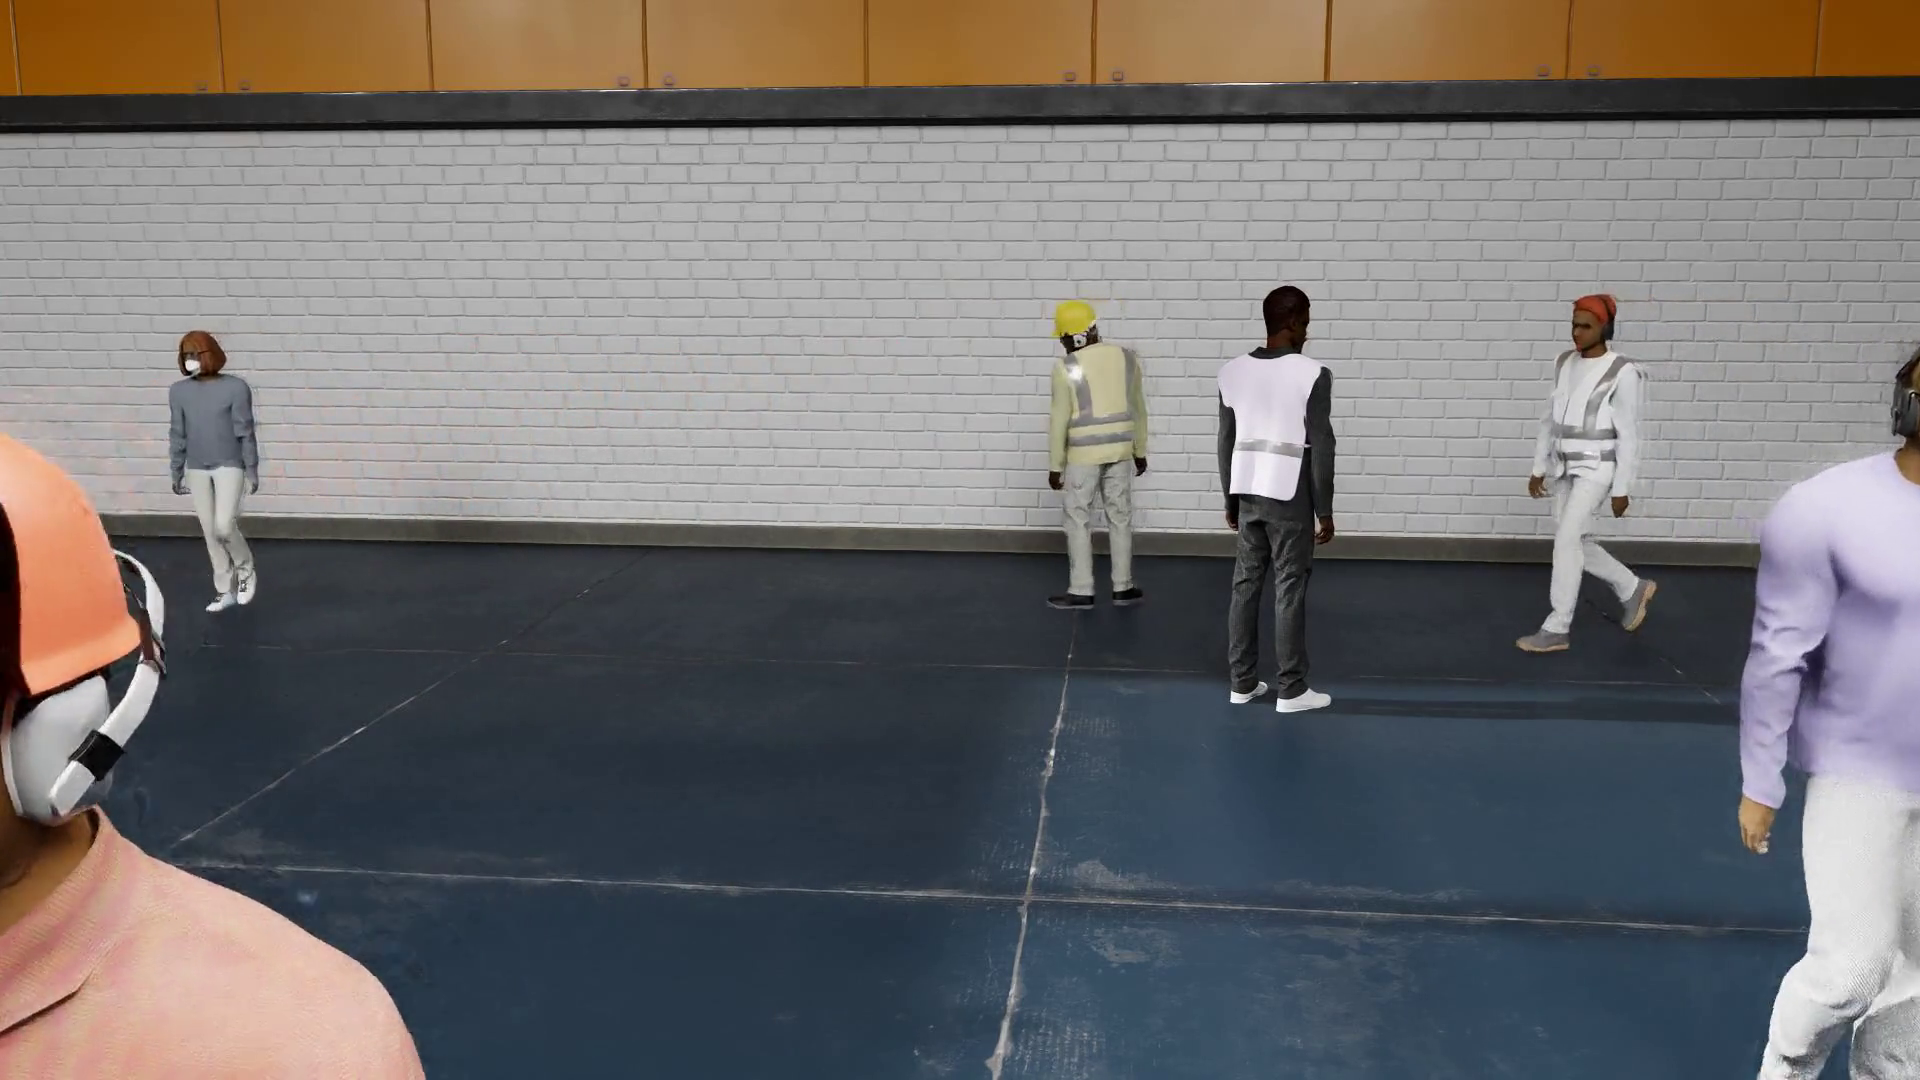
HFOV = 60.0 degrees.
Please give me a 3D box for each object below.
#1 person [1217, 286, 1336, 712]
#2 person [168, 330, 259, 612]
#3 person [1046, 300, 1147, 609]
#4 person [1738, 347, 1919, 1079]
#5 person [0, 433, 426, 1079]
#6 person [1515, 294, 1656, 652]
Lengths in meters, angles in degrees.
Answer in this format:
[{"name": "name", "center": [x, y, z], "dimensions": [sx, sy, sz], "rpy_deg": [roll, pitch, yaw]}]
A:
[{"name": "person", "center": [1.418, -0.179, 7.503], "dimensions": [0.587, 1.914, 0.390], "rpy_deg": [9, 14, 43]}, {"name": "person", "center": [-4.269, -0.384, 9.499], "dimensions": [0.521, 1.616, 0.371], "rpy_deg": [2, 10, 9]}, {"name": "person", "center": [0.818, -0.488, 9.651], "dimensions": [0.697, 1.794, 0.405], "rpy_deg": [-5, 11, -26]}, {"name": "person", "center": [1.972, 0.521, 3.468], "dimensions": [0.650, 1.923, 0.425], "rpy_deg": [0, 10, 1]}, {"name": "person", "center": [-0.663, 0.898, 1.153], "dimensions": [0.643, 1.965, 0.752], "rpy_deg": [3, 10, 15]}, {"name": "person", "center": [3.304, -0.345, 8.619], "dimensions": [0.782, 1.859, 0.586], "rpy_deg": [-3, 10, -16]}]
